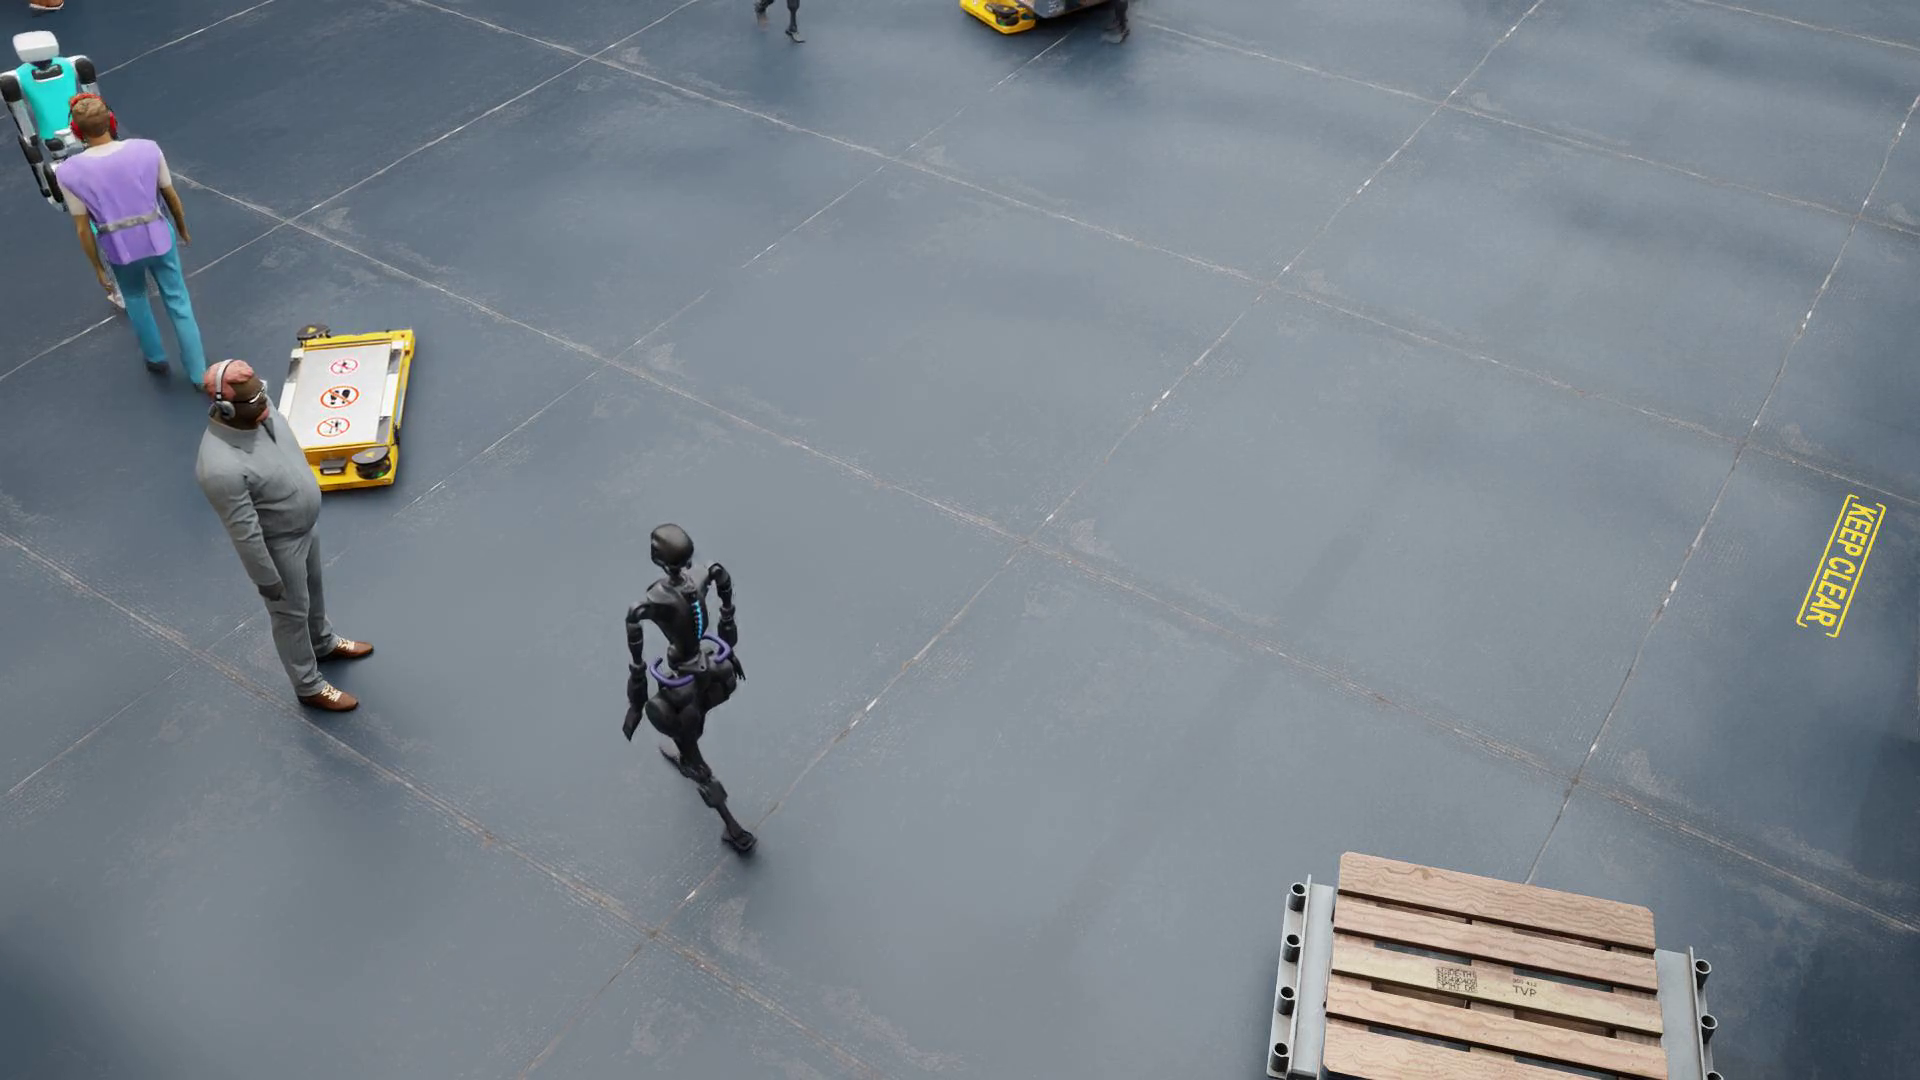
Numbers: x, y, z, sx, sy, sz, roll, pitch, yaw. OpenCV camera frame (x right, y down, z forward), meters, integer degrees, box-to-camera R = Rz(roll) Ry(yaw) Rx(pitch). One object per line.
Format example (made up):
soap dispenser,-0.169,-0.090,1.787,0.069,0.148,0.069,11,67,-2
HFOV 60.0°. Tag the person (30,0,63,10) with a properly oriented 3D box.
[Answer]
person,-7.602,-5.276,13.496,0.497,1.845,0.812,15,44,16

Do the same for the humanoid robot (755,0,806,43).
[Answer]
humanoid robot,-1.427,-4.752,13.043,0.615,1.648,0.432,-21,46,-22

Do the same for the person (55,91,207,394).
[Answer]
person,-4.711,-1.714,9.530,0.558,1.818,0.715,-21,46,-21

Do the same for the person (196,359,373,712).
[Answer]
person,-3.074,-0.029,7.584,0.406,1.905,0.650,-2,42,-2

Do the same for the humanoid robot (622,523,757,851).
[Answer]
humanoid robot,-1.169,0.606,7.093,0.787,1.632,0.609,32,51,31

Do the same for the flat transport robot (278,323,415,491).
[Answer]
flat transport robot,-3.579,-0.794,9.668,0.659,0.231,1.431,-6,42,-7

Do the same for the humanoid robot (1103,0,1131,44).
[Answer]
humanoid robot,1.278,-4.785,13.078,0.596,1.646,0.392,33,51,31

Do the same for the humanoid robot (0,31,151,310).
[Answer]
humanoid robot,-5.215,-2.099,10.039,0.555,1.808,0.789,-27,49,-27

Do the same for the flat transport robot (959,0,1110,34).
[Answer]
flat transport robot,0.765,-4.592,13.918,1.431,0.231,0.659,-25,47,-25
